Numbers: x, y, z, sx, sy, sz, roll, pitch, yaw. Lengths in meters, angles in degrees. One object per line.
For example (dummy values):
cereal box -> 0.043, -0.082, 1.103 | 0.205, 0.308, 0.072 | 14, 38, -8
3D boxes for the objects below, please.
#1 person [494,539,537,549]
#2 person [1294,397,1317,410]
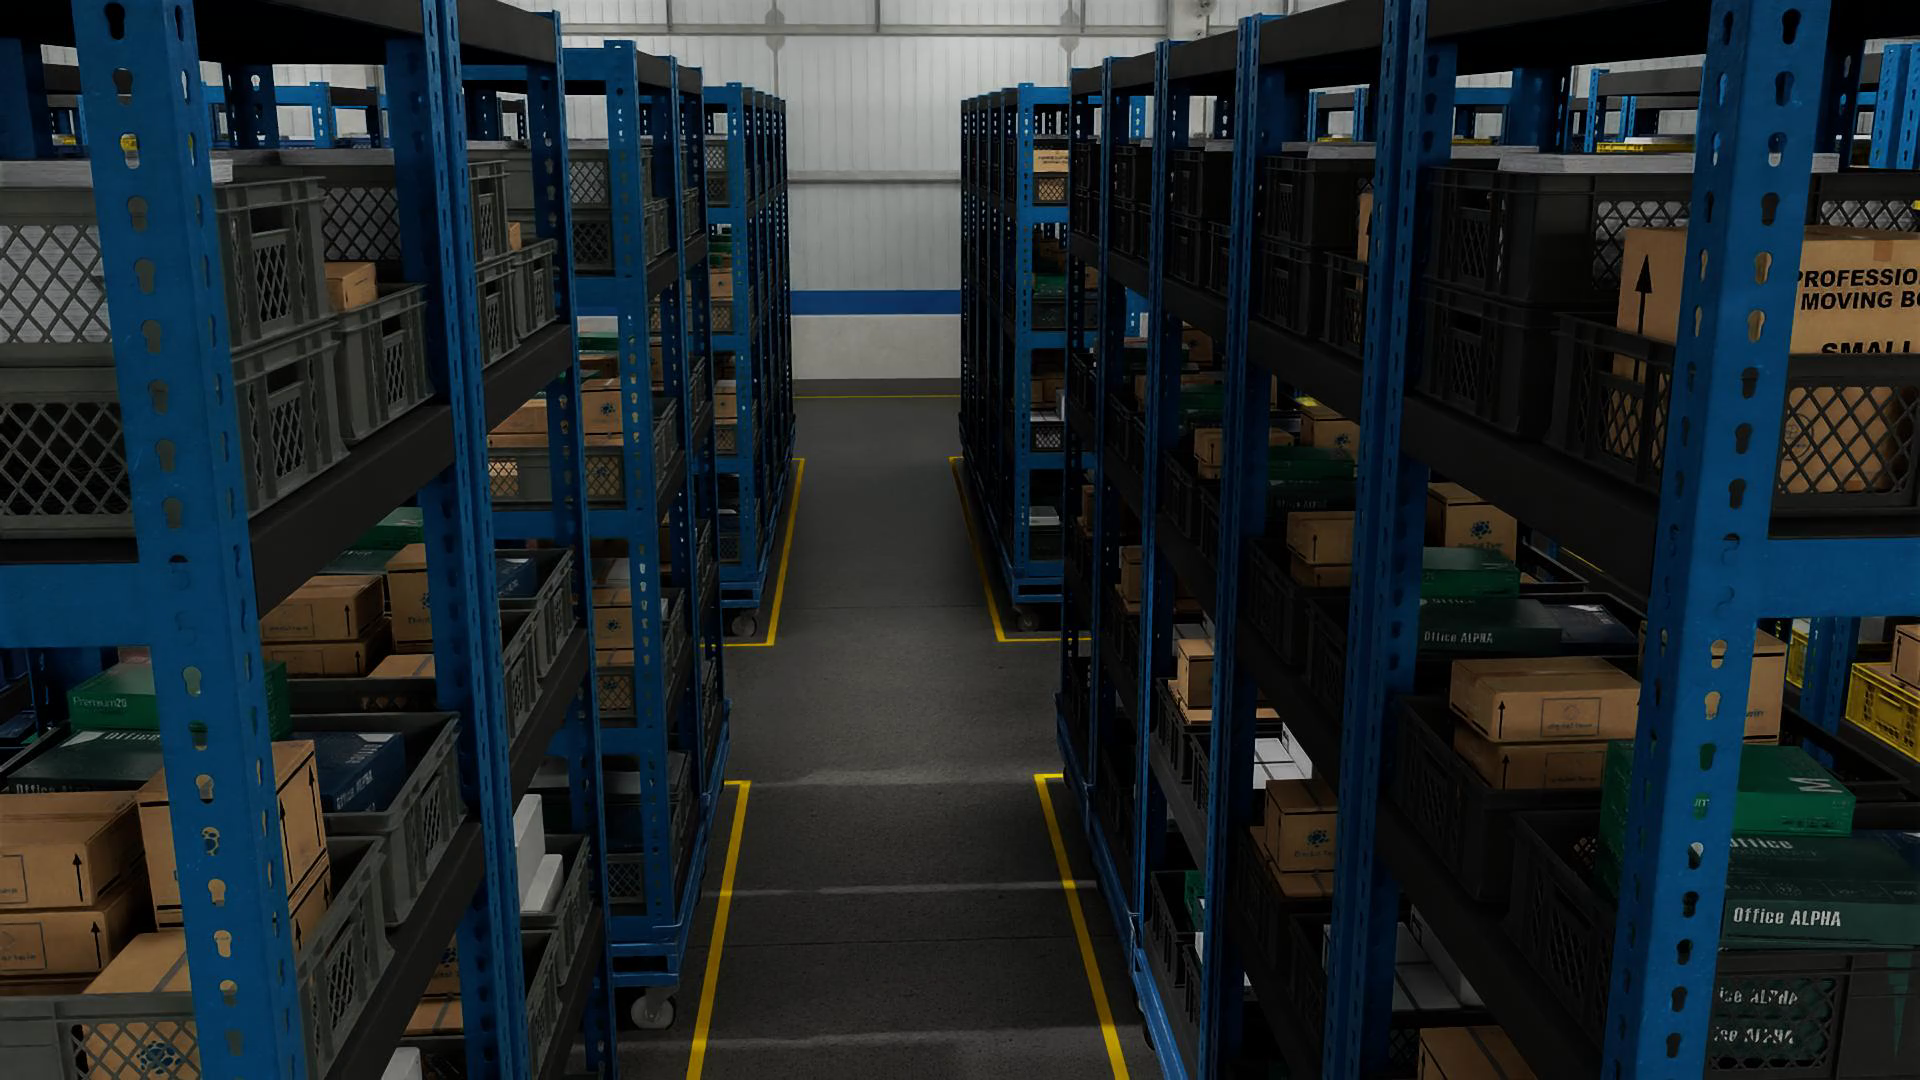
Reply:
person -> -2.317, 0.272, 8.540 | 0.388, 1.992, 0.622 | 6, 15, 21
person -> 1.936, 0.084, 9.620 | 0.586, 1.837, 0.403 | -10, 17, -35
